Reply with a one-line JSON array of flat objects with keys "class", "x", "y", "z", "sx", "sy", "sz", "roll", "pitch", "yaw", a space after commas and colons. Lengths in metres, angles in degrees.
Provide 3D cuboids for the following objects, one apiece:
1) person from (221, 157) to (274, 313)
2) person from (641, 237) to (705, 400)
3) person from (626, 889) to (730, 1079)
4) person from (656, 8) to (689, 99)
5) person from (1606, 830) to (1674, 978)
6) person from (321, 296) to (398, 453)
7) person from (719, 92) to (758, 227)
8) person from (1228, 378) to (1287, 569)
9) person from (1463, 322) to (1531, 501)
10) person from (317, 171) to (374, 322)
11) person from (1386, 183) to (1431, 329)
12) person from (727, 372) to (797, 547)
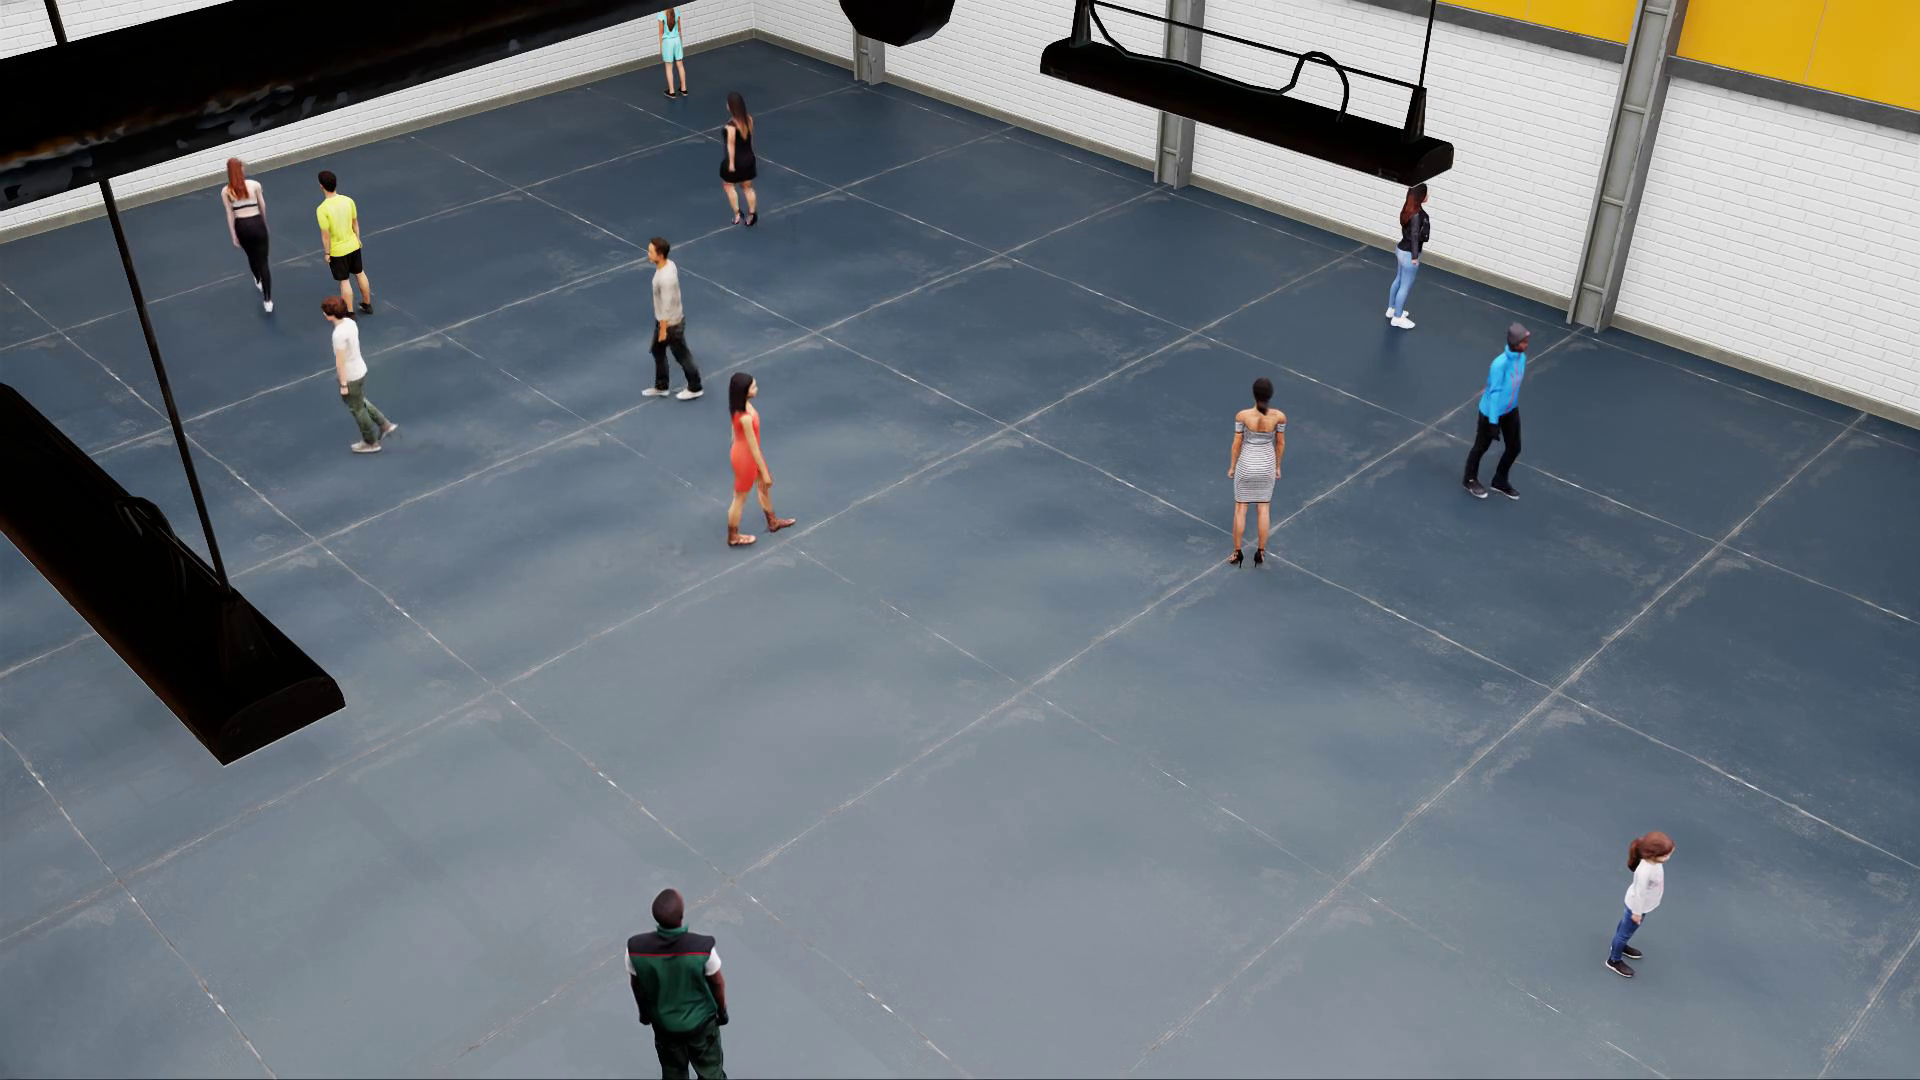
[{"class": "person", "x": -7.901, "y": -3.387, "z": 18.633, "sx": 0.890, "sy": 1.692, "sz": 1.229, "roll": -13, "pitch": 36, "yaw": -19}, {"class": "person", "x": -2.830, "y": -2.231, "z": 16.799, "sx": 0.971, "sy": 1.796, "sz": 0.950, "roll": -8, "pitch": 34, "yaw": -12}, {"class": "person", "x": -1.564, "y": 2.666, "z": 9.394, "sx": 0.777, "sy": 1.840, "sz": 0.838, "roll": 0, "pitch": 34, "yaw": 0}, {"class": "person", "x": -4.300, "y": -7.398, "z": 24.789, "sx": 0.573, "sy": 1.557, "sz": 0.555, "roll": -22, "pitch": 39, "yaw": -29}, {"class": "person", "x": 4.337, "y": 2.285, "z": 10.622, "sx": 0.525, "sy": 1.113, "sz": 0.485, "roll": 20, "pitch": 38, "yaw": 27}, {"class": "person", "x": -5.740, "y": -1.571, "z": 15.945, "sx": 0.819, "sy": 1.644, "sz": 0.768, "roll": -3, "pitch": 34, "yaw": -4}, {"class": "person", "x": -2.638, "y": -4.642, "z": 20.513, "sx": 0.724, "sy": 1.700, "sz": 0.740, "roll": 18, "pitch": 38, "yaw": 25}, {"class": "person", "x": 2.533, "y": -0.571, "z": 14.279, "sx": 0.673, "sy": 1.822, "sz": 0.741, "roll": 1, "pitch": 34, "yaw": 2}, {"class": "person", "x": 4.860, "y": -1.206, "z": 15.270, "sx": 0.690, "sy": 1.782, "sz": 0.787, "roll": -19, "pitch": 38, "yaw": -26}, {"class": "person", "x": -6.841, "y": -3.273, "z": 18.446, "sx": 0.577, "sy": 1.709, "sz": 0.647, "roll": 23, "pitch": 40, "yaw": 30}, {"class": "person", "x": 4.958, "y": -3.167, "z": 18.354, "sx": 0.783, "sy": 1.634, "sz": 0.726, "roll": 0, "pitch": 34, "yaw": 1}, {"class": "person", "x": -1.954, "y": -0.670, "z": 14.545, "sx": 0.912, "sy": 1.693, "sz": 0.937, "roll": -10, "pitch": 35, "yaw": -15}]
